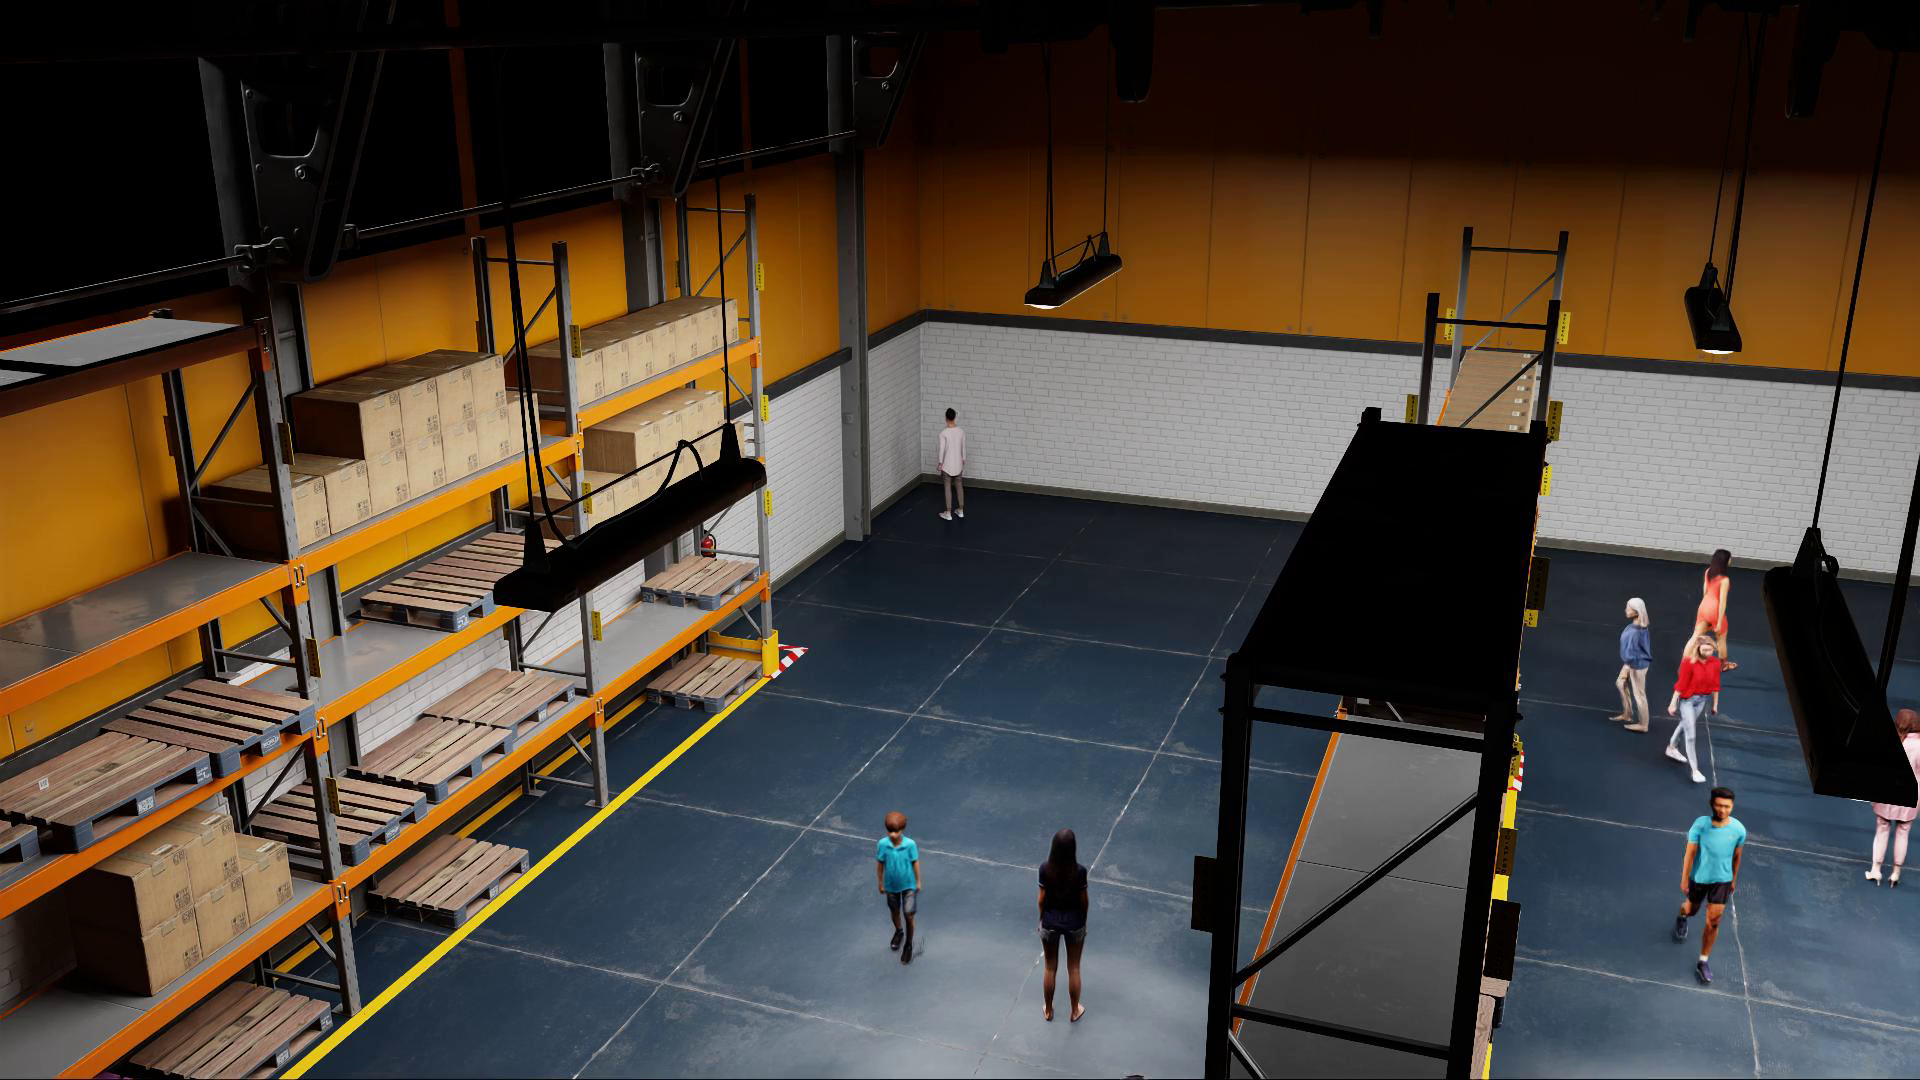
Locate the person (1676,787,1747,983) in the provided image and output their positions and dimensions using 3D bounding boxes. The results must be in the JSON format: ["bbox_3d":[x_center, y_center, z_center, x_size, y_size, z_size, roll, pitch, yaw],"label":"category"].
[{"bbox_3d":[6.604,2.952,14.704,0.719,1.748,1.102,4,19,12],"label":"person"}]

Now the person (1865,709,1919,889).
[{"bbox_3d":[9.018,2.492,16.000,0.606,1.794,0.561,6,19,16],"label":"person"}]

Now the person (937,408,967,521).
[{"bbox_3d":[-0.131,-1.254,27.054,0.710,1.838,0.803,-11,22,-30],"label":"person"}]

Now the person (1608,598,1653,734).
[{"bbox_3d":[7.891,1.461,19.252,0.683,1.671,0.609,11,22,30],"label":"person"}]

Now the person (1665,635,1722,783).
[{"bbox_3d":[8.021,1.795,18.310,1.034,1.640,1.214,-5,19,-14],"label":"person"}]

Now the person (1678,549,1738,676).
[{"bbox_3d":[9.308,0.954,20.761,1.130,1.669,1.114,-7,20,-20],"label":"person"}]

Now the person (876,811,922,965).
[{"bbox_3d":[-0.522,3.044,14.941,0.615,1.423,0.797,3,19,9],"label":"person"}]

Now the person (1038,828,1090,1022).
[{"bbox_3d":[0.857,3.217,13.890,0.611,1.767,0.582,3,19,7],"label":"person"}]
